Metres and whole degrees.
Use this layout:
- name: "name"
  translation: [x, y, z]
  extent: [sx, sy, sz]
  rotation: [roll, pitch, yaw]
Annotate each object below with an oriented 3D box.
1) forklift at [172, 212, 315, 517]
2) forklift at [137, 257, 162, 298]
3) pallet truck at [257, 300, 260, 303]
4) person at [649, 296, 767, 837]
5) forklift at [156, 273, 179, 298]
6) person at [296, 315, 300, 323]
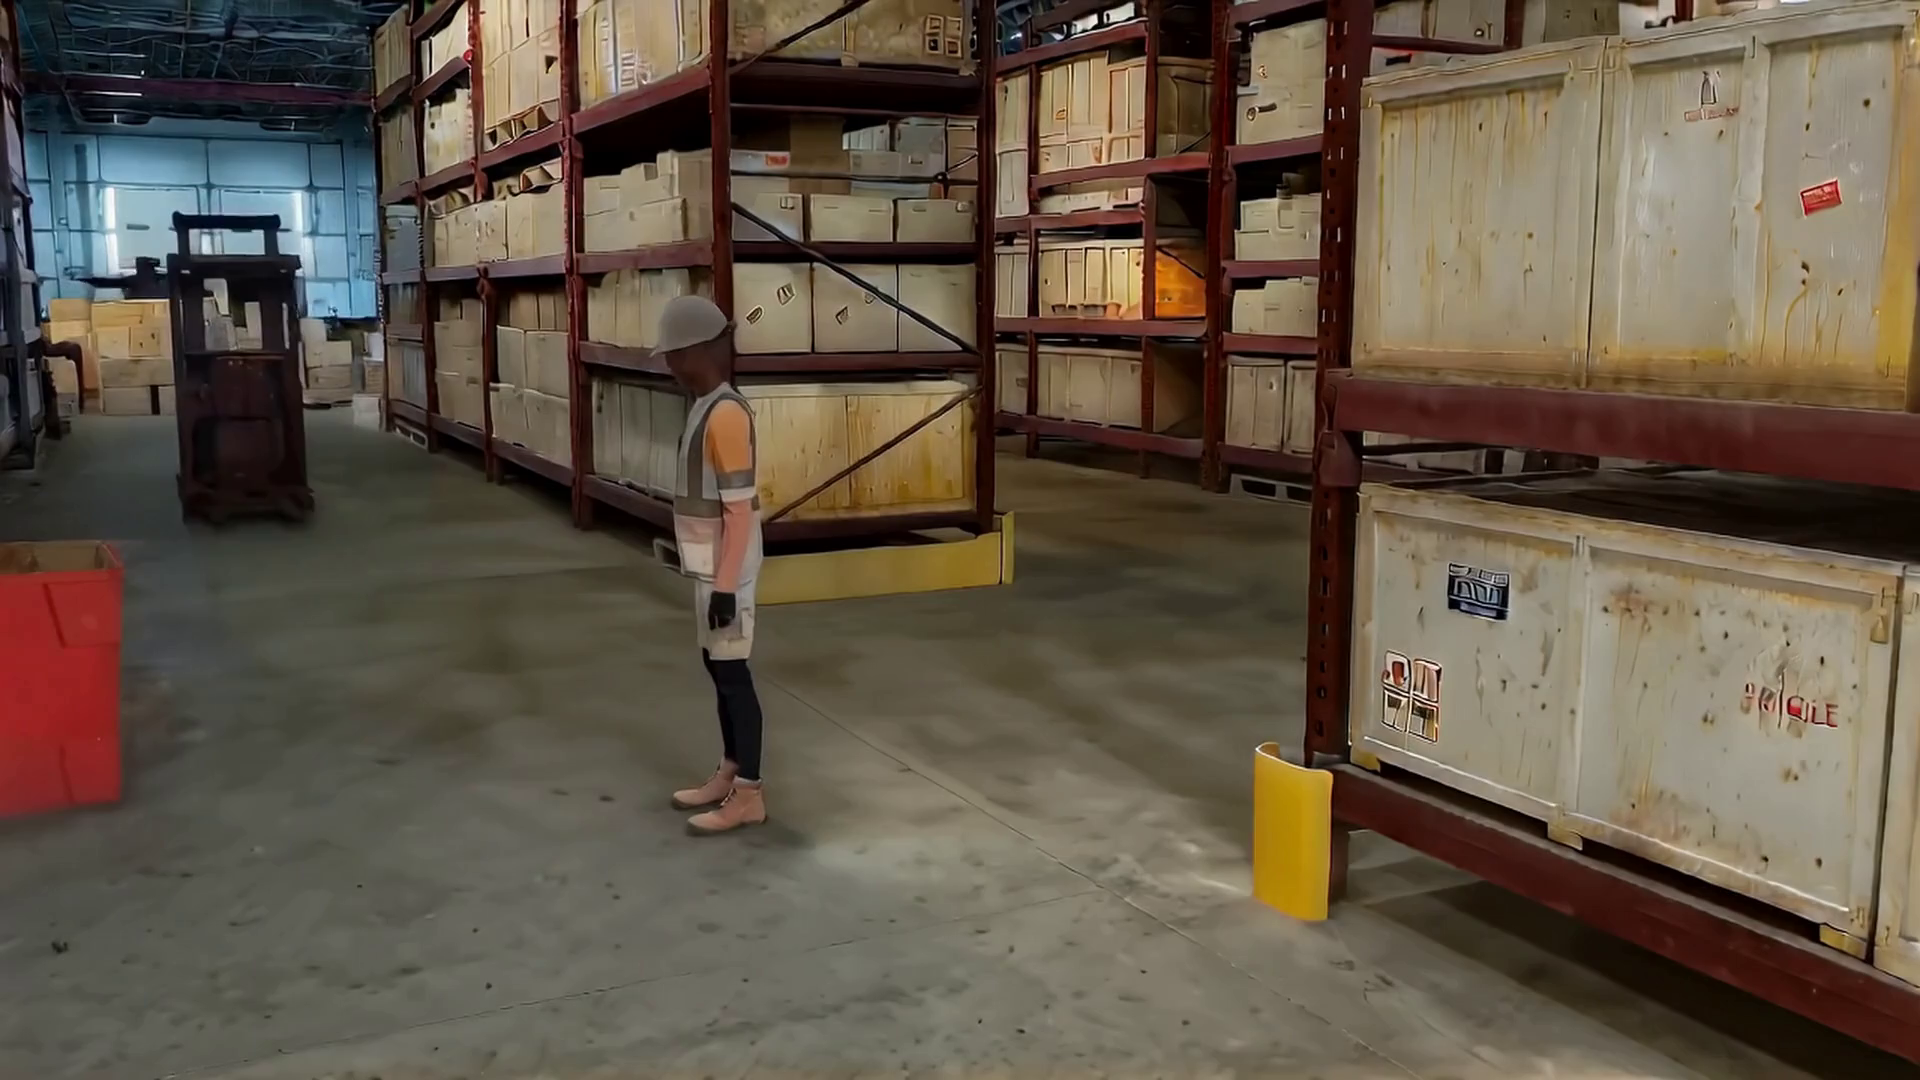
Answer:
- name: "forklift"
  translation: [-6.958, -1.721, 15.956]
  extent: [1.129, 2.768, 1.873]
  rotation: [-4, 9, -26]
- name: "forklift"
  translation: [-15.871, -4.143, 32.656]
  extent: [1.873, 2.768, 1.129]
  rotation: [-4, 9, -27]
- name: "pallet truck"
  translation: [-23.913, -7.404, 58.171]
  extent: [1.885, 1.965, 0.823]
  rotation: [-1, 8, -9]
- name: "person"
  translation: [-0.950, 0.103, 6.293]
  extent: [0.407, 2.031, 0.610]
  rotation: [-2, 9, -15]
- name: "forklift"
  translation: [-25.114, -7.030, 52.567]
  extent: [1.873, 2.768, 1.129]
  rotation: [6, 10, 37]
- name: "person"
  translation: [-18.473, -5.579, 45.933]
  extent: [0.875, 1.910, 0.637]
  rotation: [6, 10, 35]
